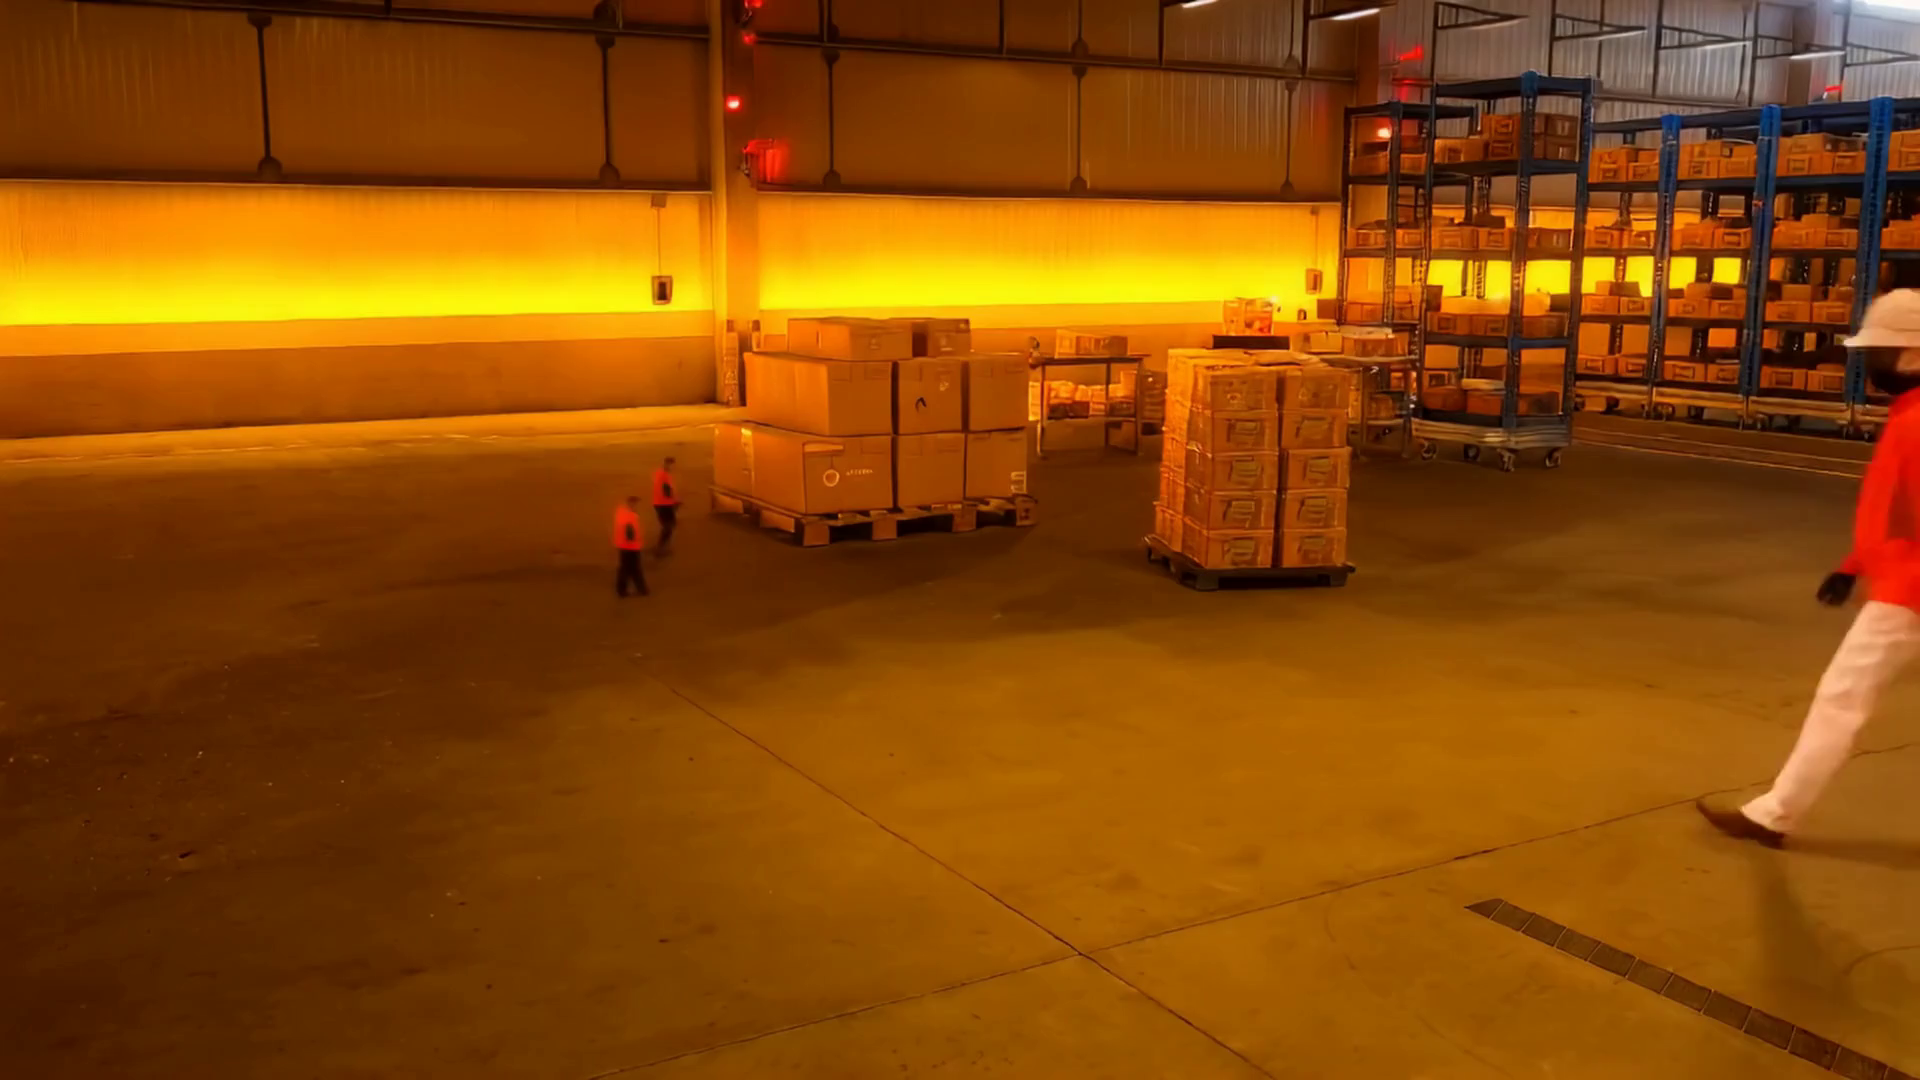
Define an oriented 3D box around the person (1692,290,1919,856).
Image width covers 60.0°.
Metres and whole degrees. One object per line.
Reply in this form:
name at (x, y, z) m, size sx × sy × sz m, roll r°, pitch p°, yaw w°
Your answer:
person at (3.108, 0.162, 5.453) m, size 1.091 × 1.938 × 0.603 m, roll 7°, pitch 12°, yaw 34°
